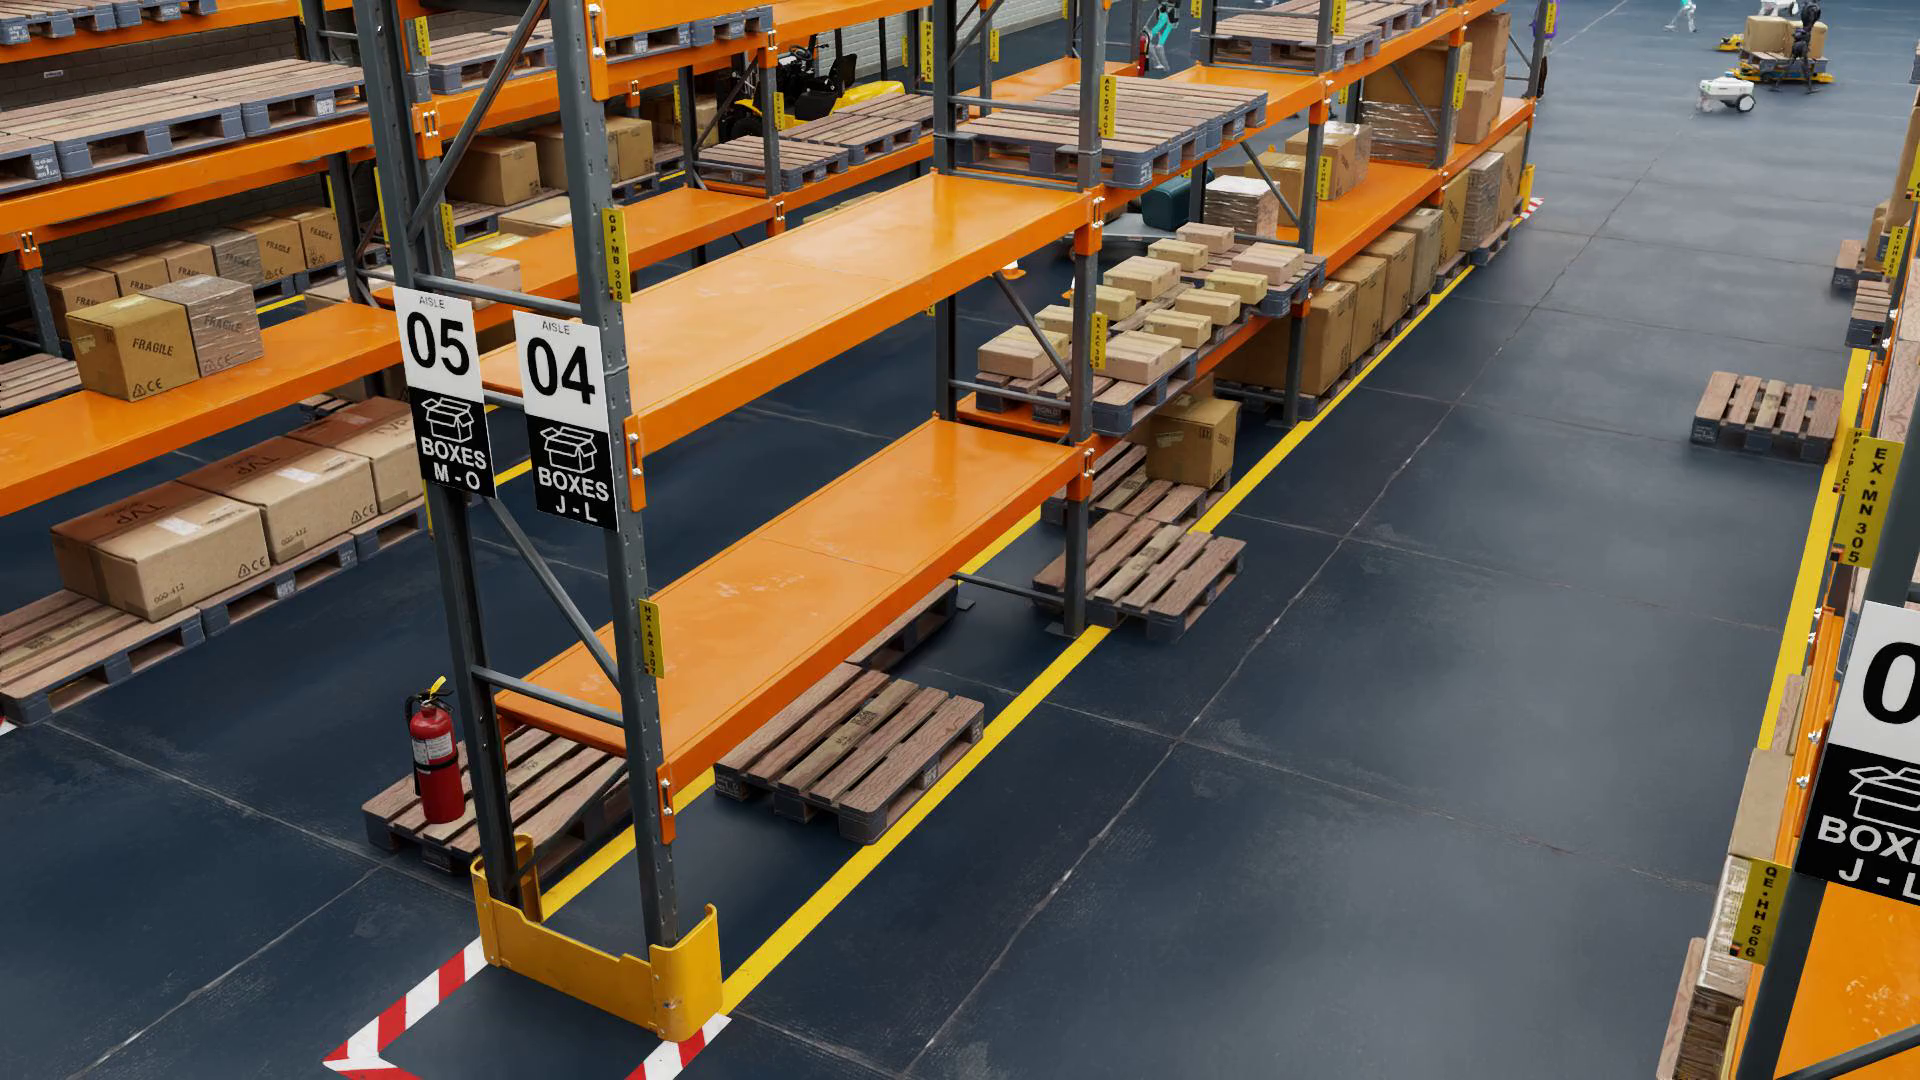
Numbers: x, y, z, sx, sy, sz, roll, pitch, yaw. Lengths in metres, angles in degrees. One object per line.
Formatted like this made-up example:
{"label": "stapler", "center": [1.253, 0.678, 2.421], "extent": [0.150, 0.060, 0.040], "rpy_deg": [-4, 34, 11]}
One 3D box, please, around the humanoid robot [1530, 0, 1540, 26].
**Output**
{"label": "humanoid robot", "center": [11.262, -10.671, 31.909], "extent": [0.629, 1.626, 0.492], "rpy_deg": [-23, 34, -39]}

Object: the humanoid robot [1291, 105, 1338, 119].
{"label": "humanoid robot", "center": [5.177, -6.939, 24.207], "extent": [0.790, 1.635, 0.602], "rpy_deg": [-1, 26, -2]}

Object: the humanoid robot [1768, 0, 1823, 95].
{"label": "humanoid robot", "center": [13.209, -7.803, 25.975], "extent": [0.756, 1.623, 0.593], "rpy_deg": [8, 27, 16]}

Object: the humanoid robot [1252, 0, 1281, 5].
{"label": "humanoid robot", "center": [6.293, -11.900, 34.376], "extent": [0.928, 1.765, 0.554], "rpy_deg": [-6, 26, -13]}

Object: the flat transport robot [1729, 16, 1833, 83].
{"label": "flat transport robot", "center": [13.475, -7.681, 27.303], "extent": [1.431, 0.231, 0.659], "rpy_deg": [2, 26, 5]}

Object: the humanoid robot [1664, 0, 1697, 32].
{"label": "humanoid robot", "center": [13.809, -10.495, 31.538], "extent": [0.559, 1.857, 0.831], "rpy_deg": [-17, 31, -32]}

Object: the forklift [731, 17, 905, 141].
{"label": "forklift", "center": [-1.819, -5.975, 21.543], "extent": [2.313, 2.155, 1.214], "rpy_deg": [14, 29, 26]}

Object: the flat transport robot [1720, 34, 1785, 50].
{"label": "flat transport robot", "center": [14.409, -8.872, 29.778], "extent": [1.431, 0.231, 0.659], "rpy_deg": [11, 28, 21]}

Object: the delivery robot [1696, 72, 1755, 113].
{"label": "delivery robot", "center": [11.523, -6.711, 24.980], "extent": [0.812, 0.614, 0.499], "rpy_deg": [0, 26, 0]}

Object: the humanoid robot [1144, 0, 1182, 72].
{"label": "humanoid robot", "center": [3.336, -8.695, 27.749], "extent": [0.660, 1.835, 0.538], "rpy_deg": [-15, 29, -28]}

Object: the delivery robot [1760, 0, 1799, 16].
{"label": "delivery robot", "center": [16.526, -10.833, 33.540], "extent": [0.812, 0.609, 0.499], "rpy_deg": [-16, 30, -29]}

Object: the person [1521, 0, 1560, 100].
{"label": "person", "center": [8.960, -7.773, 25.554], "extent": [0.369, 1.959, 0.596], "rpy_deg": [14, 29, 27]}
